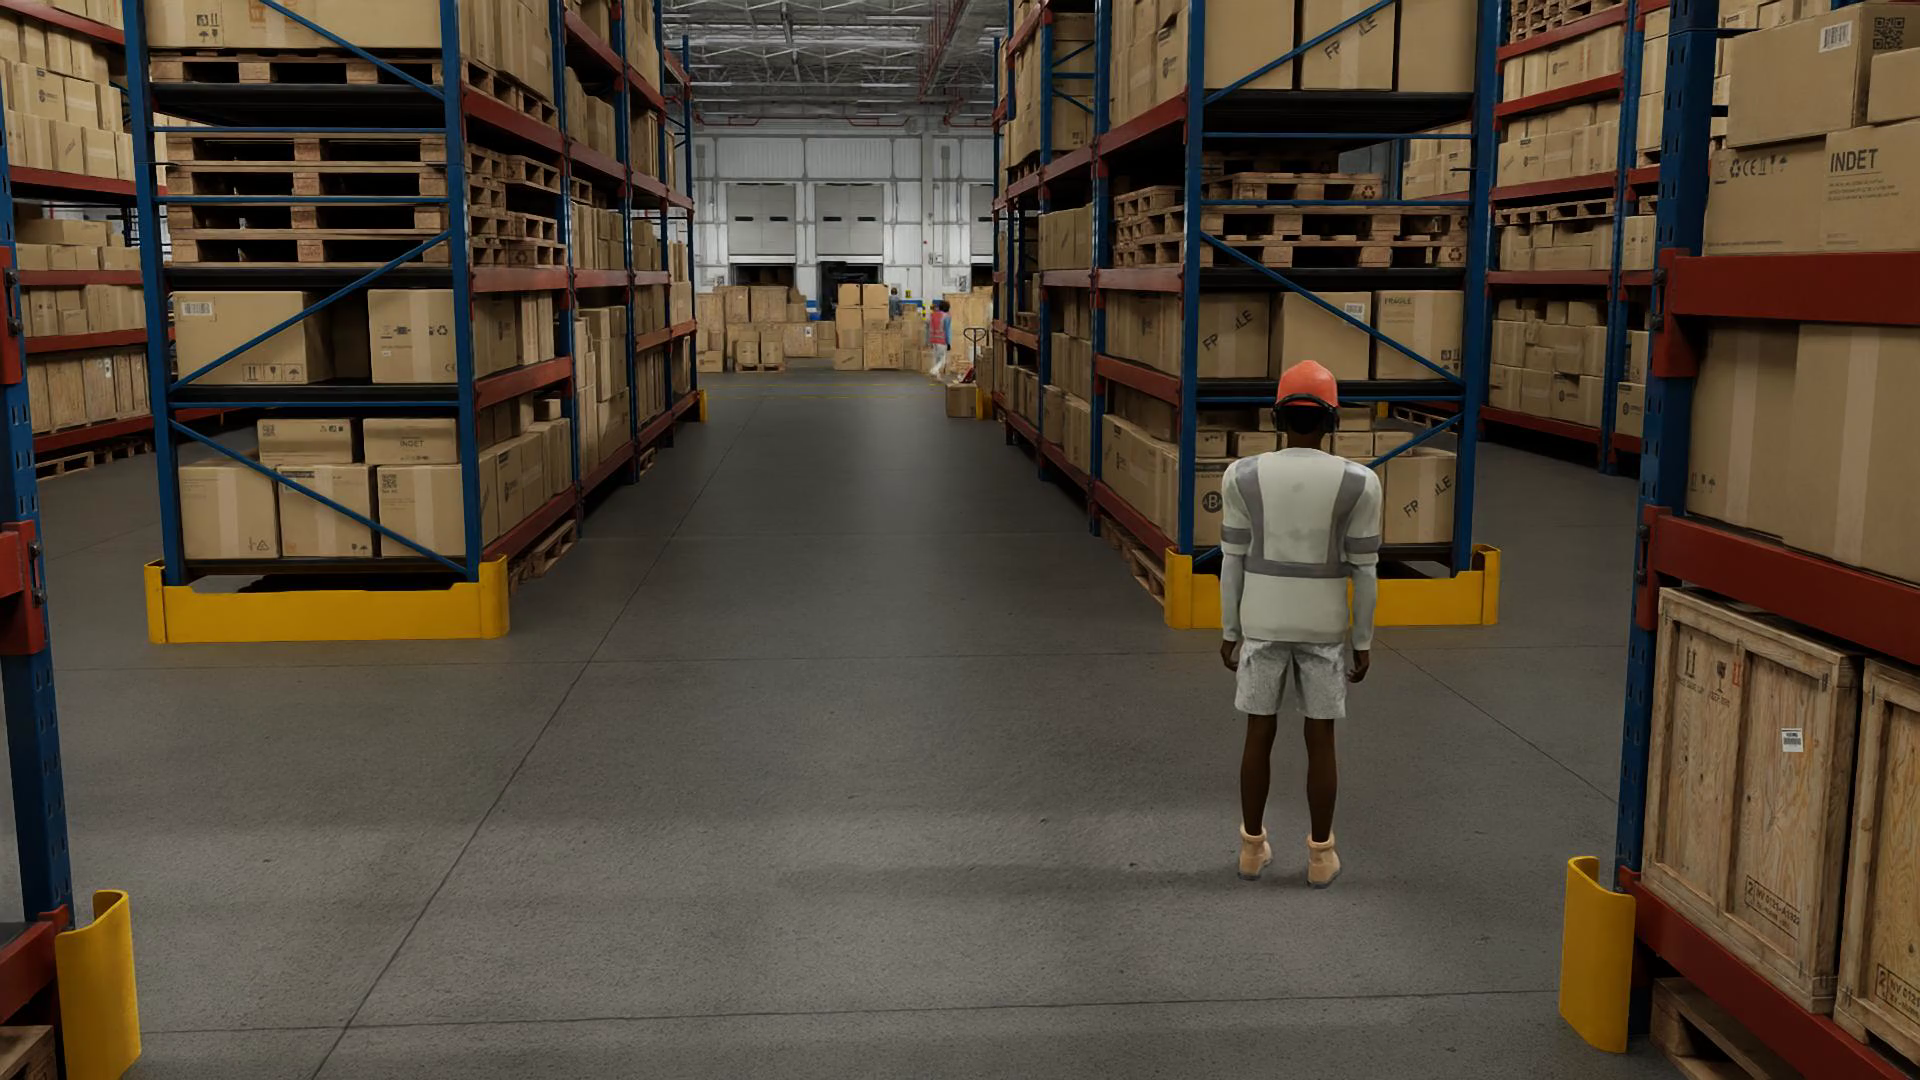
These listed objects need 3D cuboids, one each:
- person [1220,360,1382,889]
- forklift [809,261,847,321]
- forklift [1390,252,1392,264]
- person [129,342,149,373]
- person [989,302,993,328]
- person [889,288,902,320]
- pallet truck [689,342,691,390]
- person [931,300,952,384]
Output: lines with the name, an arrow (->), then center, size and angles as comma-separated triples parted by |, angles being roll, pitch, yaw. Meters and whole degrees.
person -> 1.305, 0.327, 6.447 | 0.601, 2.036, 0.404 | 2, 9, 14
forklift -> -4.183, -7.836, 55.031 | 1.873, 2.768, 1.129 | 8, 12, 40
forklift -> 8.320, -4.469, 33.893 | 1.129, 2.768, 1.873 | -1, 9, -4
person -> -13.651, -3.085, 27.971 | 0.622, 1.991, 0.398 | -1, 9, -8
person -> 0.892, -5.817, 45.370 | 0.679, 1.918, 0.633 | 2, 9, 11
person -> -2.318, -7.829, 57.979 | 0.636, 1.931, 0.377 | 3, 10, 19
pallet truck -> -5.225, -3.008, 27.480 | 1.885, 1.965, 0.823 | 2, 9, 14
person -> -0.429, -4.281, 36.037 | 0.485, 1.817, 0.689 | -8, 12, -41
